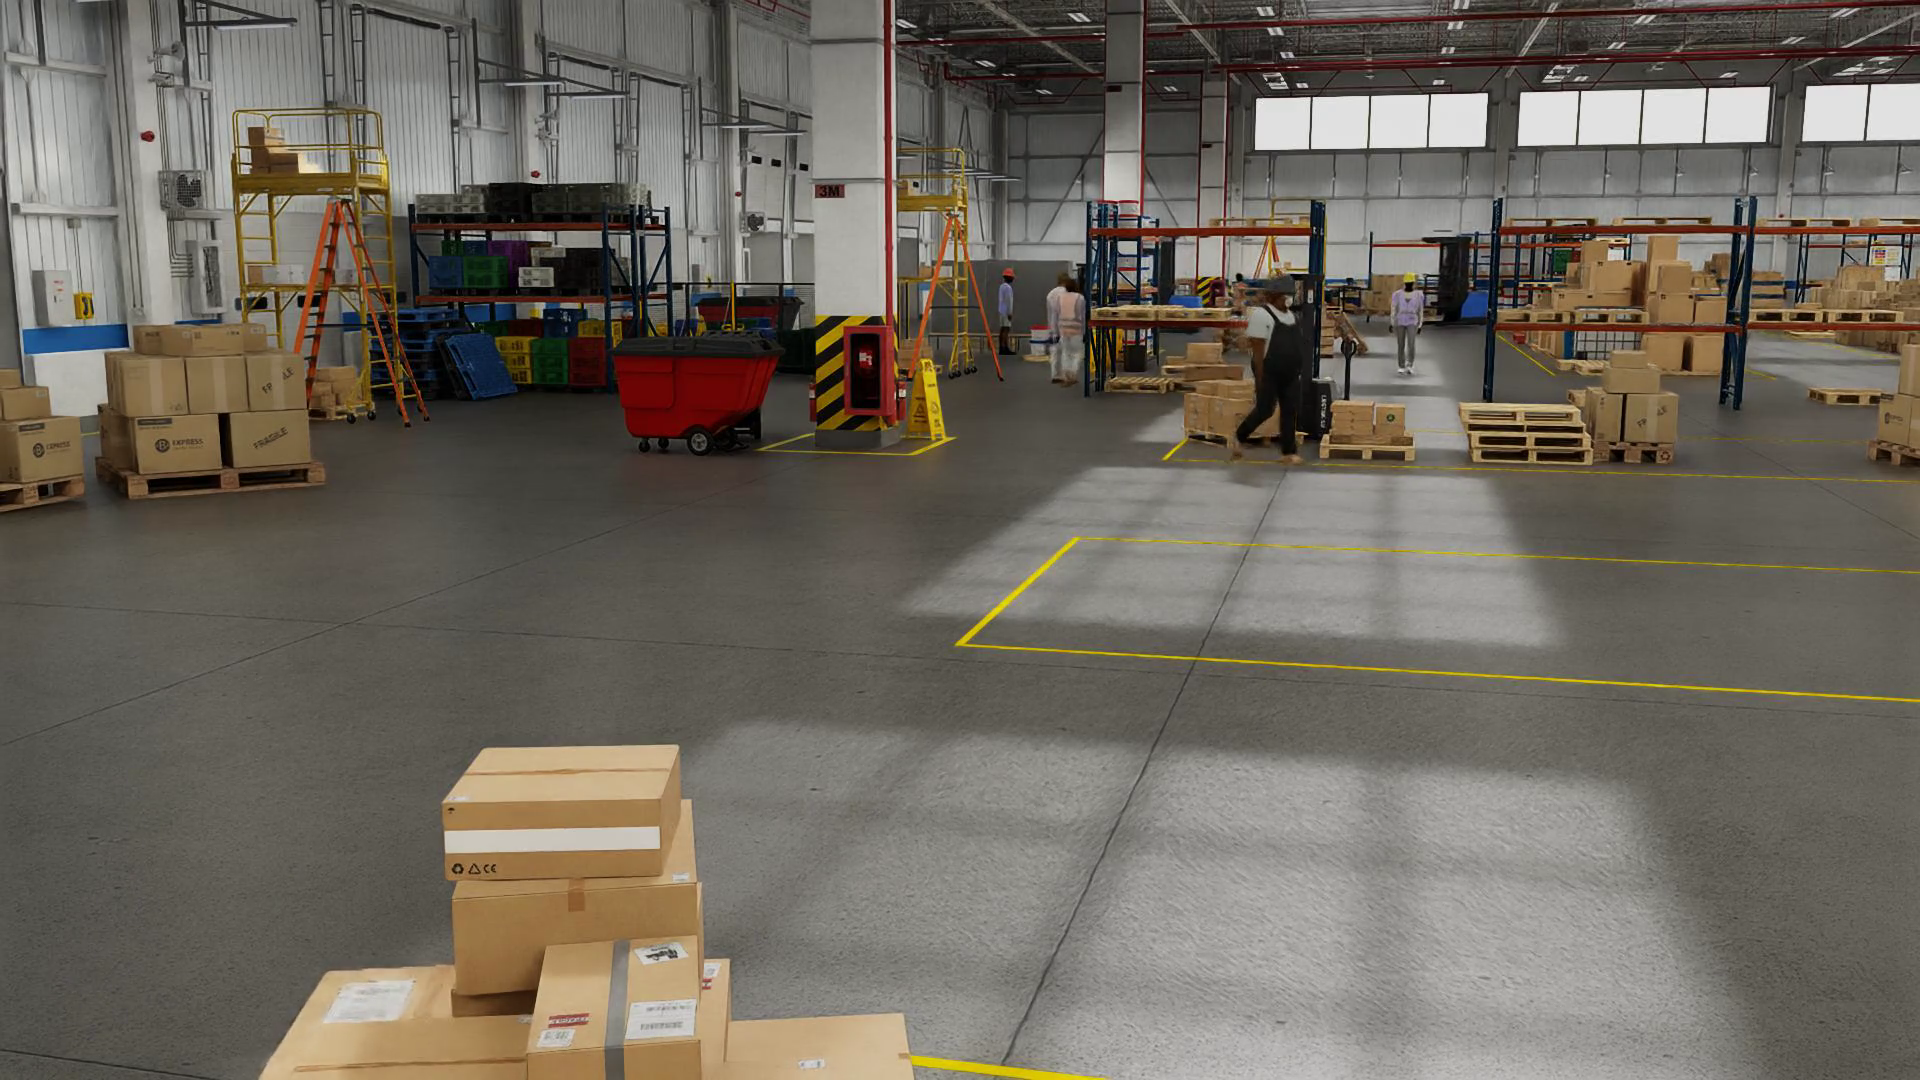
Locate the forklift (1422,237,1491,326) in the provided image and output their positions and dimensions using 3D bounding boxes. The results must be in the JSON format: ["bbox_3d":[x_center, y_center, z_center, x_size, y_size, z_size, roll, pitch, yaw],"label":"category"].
[{"bbox_3d":[15.676,-8.140,52.333,1.873,2.768,1.129,-2,10,-12],"label":"forklift"}]

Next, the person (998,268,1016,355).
[{"bbox_3d":[1.054,-5.111,37.276,0.376,1.934,0.547,-3,10,-17],"label":"person"}]

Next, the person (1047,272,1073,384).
[{"bbox_3d":[1.758,-3.639,28.649,0.389,1.931,0.638,-7,12,-37],"label":"person"}]

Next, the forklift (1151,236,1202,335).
[{"bbox_3d":[5.870,-7.214,46.880,1.873,2.768,1.129,2,10,14],"label":"forklift"}]

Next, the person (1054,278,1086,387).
[{"bbox_3d":[1.885,-3.487,28.040,0.644,1.822,0.452,6,11,31],"label":"person"}]

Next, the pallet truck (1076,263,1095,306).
[{"bbox_3d":[4.325,-8.180,55.162,0.823,1.965,1.885,6,11,31],"label":"pallet truck"}]

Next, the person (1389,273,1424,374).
[{"bbox_3d":[8.371,-4.053,31.205,0.610,1.882,0.976,3,10,17],"label":"person"}]

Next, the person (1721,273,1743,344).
[{"bbox_3d":[19.118,-5.748,41.072,0.624,1.918,0.467,0,10,-2],"label":"person"}]

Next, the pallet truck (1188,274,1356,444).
[{"bbox_3d":[3.653,-2.138,19.590,1.885,1.965,0.823,-4,10,-20],"label":"pallet truck"}]

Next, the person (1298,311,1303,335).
[{"bbox_3d":[6.619,-4.097,31.905,0.331,1.735,0.494,6,12,33],"label":"person"}]

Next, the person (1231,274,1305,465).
[{"bbox_3d":[3.292,-1.817,17.568,0.690,2.000,0.767,-6,12,-33],"label":"person"}]

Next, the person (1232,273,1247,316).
[{"bbox_3d":[9.040,-7.762,53.636,0.543,1.688,0.472,-4,11,-24],"label":"person"}]
